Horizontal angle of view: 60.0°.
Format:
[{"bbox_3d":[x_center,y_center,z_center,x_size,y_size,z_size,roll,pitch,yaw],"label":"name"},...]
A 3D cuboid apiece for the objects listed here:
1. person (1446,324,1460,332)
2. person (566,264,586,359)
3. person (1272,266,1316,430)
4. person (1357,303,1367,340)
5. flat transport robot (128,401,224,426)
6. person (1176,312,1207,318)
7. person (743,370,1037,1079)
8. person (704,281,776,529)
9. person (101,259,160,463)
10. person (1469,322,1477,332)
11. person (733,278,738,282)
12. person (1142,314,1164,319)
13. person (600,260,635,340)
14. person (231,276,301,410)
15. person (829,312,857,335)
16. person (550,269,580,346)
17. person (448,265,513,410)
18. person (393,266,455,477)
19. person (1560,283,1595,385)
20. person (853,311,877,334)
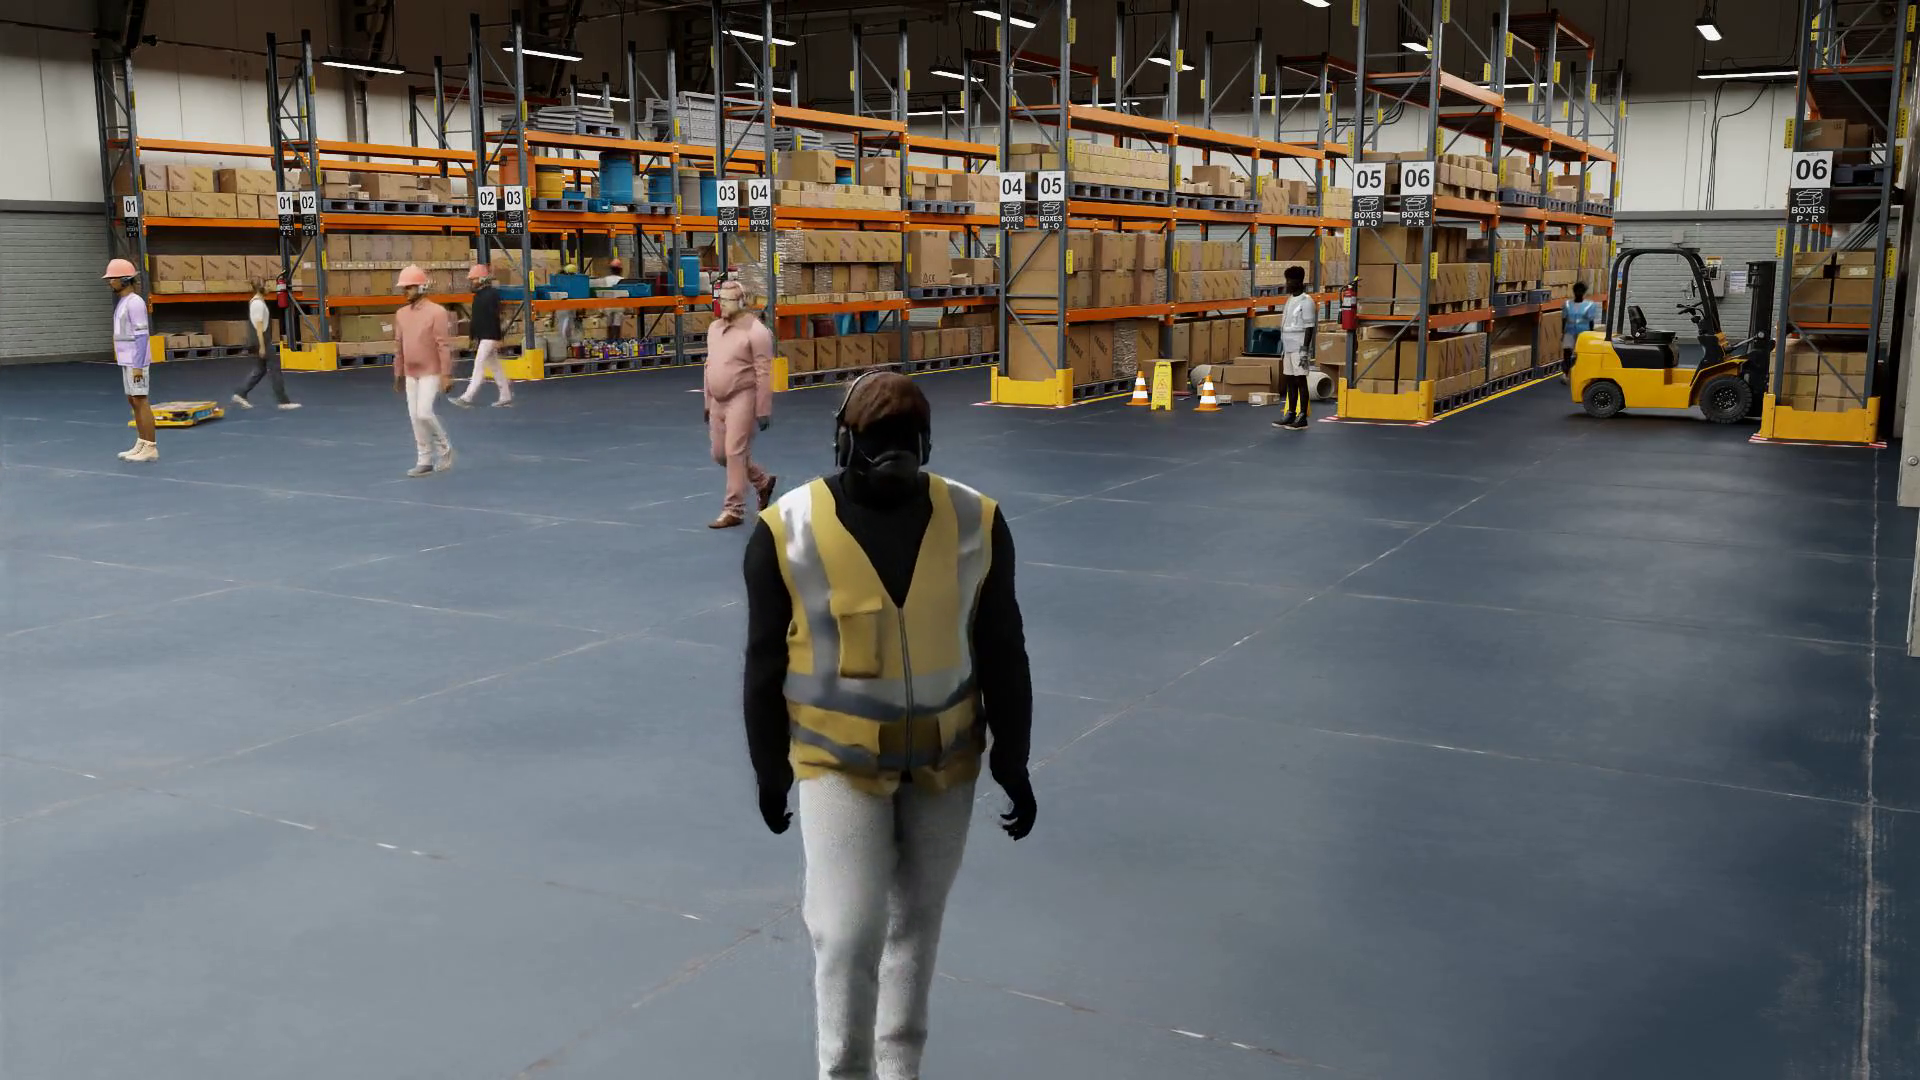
[{"bbox_3d":[10.940,-5.151,36.843,0.642,1.890,0.768,0,10,-1],"label":"person"},{"bbox_3d":[-7.537,-4.412,32.454,0.606,1.901,0.718,4,10,21],"label":"person"},{"bbox_3d":[4.027,-2.304,19.967,0.369,1.958,0.602,-3,10,-15],"label":"person"},{"bbox_3d":[8.719,-5.039,36.284,0.510,1.860,0.333,2,10,11],"label":"person"},{"bbox_3d":[-9.693,-1.568,20.593,0.652,0.197,1.431,-1,10,-6],"label":"flat transport robot"},{"bbox_3d":[4.925,-4.956,35.254,0.685,2.000,1.054,1,10,4],"label":"person"},{"bbox_3d":[-0.144,0.534,3.763,0.635,1.827,0.583,-3,10,-17],"label":"person"},{"bbox_3d":[-1.700,-1.056,12.859,0.655,1.889,0.710,9,13,42],"label":"person"},{"bbox_3d":[-8.376,-1.800,16.773,0.389,2.041,0.614,-7,12,-36],"label":"person"},{"bbox_3d":[12.298,-5.430,38.757,0.972,1.791,0.623,5,11,29],"label":"person"},{"bbox_3d":[-4.045,-3.949,30.408,0.539,1.684,0.419,1,10,4],"label":"person"},{"bbox_3d":[3.833,-4.359,32.101,0.634,1.922,0.531,5,11,25],"label":"person"},{"bbox_3d":[-6.952,-4.706,33.925,0.639,1.987,1.038,3,10,16],"label":"person"},{"bbox_3d":[-9.409,-2.647,22.391,0.760,1.828,0.528,-6,11,-30],"label":"person"},{"bbox_3d":[-2.305,-4.412,32.809,0.565,1.798,0.980,2,10,14],"label":"person"},{"bbox_3d":[-7.361,-4.160,31.180,0.501,1.845,0.877,4,11,23],"label":"person"},{"bbox_3d":[-6.540,-2.739,22.551,0.998,1.944,0.659,-6,12,-33],"label":"person"},{"bbox_3d":[-5.069,-1.569,15.606,0.643,1.974,0.442,5,11,27],"label":"person"},{"bbox_3d":[9.931,-3.311,26.769,0.538,1.639,0.898,5,11,28],"label":"person"},{"bbox_3d":[-2.064,-4.780,34.530,0.648,1.941,1.041,7,12,36],"label":"person"}]
